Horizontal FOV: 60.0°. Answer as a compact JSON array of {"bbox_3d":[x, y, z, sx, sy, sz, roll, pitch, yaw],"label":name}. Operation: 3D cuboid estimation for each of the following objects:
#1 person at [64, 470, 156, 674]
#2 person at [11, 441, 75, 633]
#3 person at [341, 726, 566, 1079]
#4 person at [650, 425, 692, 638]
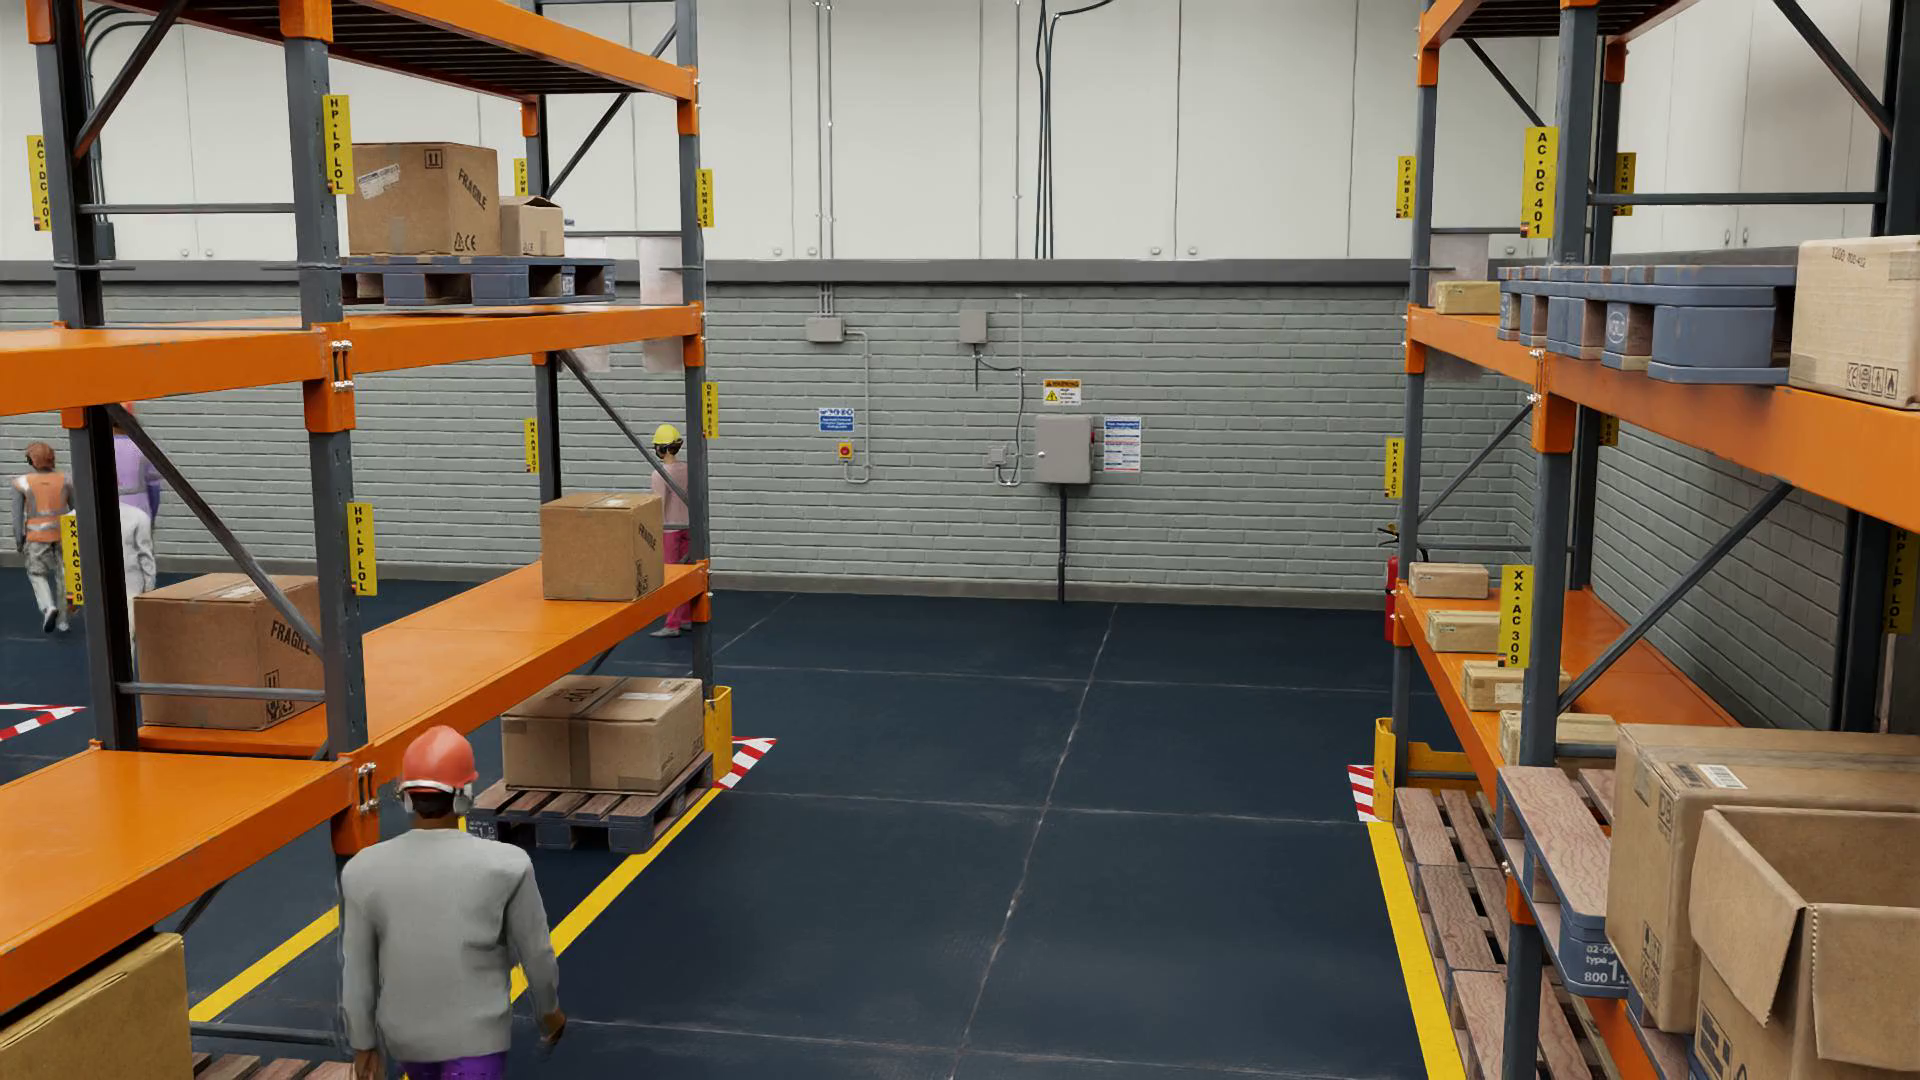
[{"bbox_3d":[-5.914,0.297,11.626,0.564,1.723,0.808,-2,9,-10],"label":"person"},{"bbox_3d":[-7.541,-0.001,13.800,0.527,1.627,0.507,-7,12,-38],"label":"person"},{"bbox_3d":[-1.471,1.385,4.957,0.570,1.714,0.853,1,9,7],"label":"person"},{"bbox_3d":[-2.403,-0.072,13.790,0.312,1.768,0.529,4,10,21],"label":"person"}]
